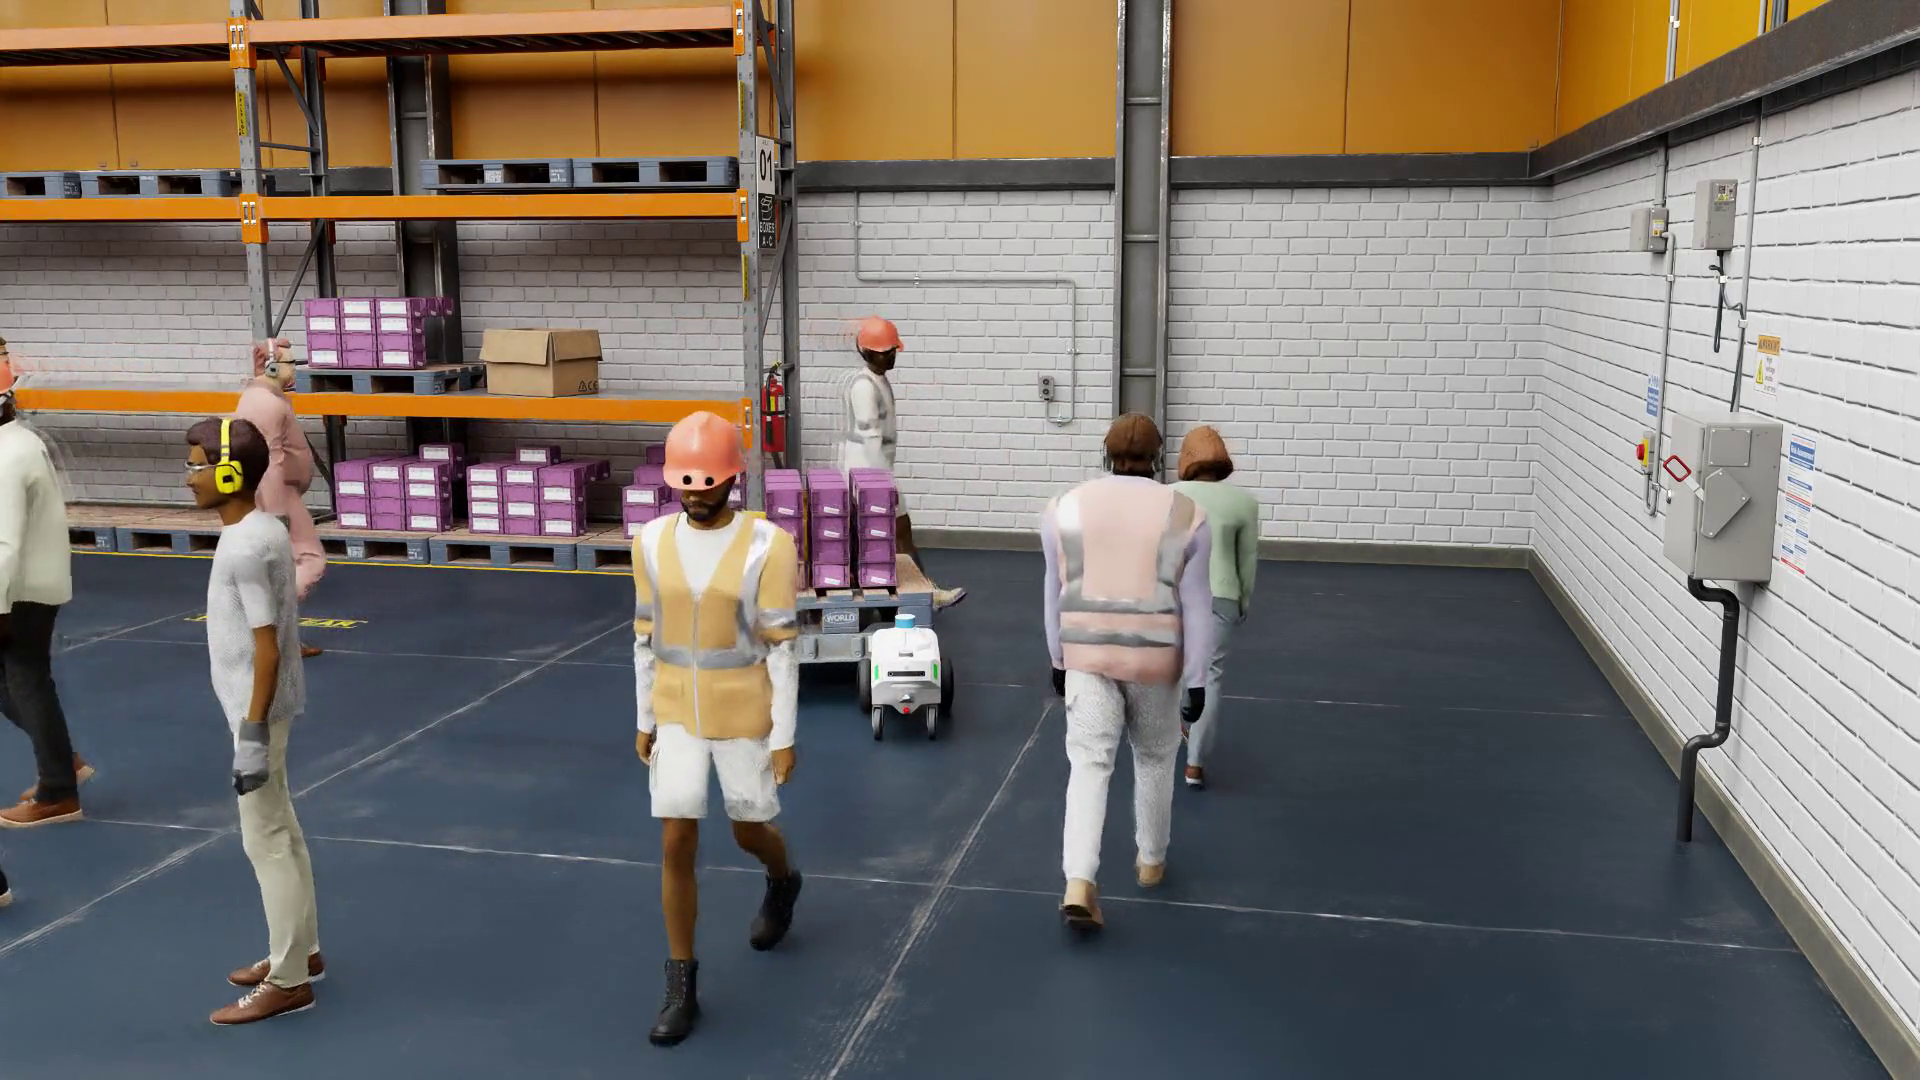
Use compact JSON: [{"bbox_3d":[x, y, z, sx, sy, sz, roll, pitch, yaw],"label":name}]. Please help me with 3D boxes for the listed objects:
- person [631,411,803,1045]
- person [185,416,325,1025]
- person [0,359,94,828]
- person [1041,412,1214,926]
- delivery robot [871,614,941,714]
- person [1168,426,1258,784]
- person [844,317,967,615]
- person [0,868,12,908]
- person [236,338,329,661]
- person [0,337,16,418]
[{"bbox_3d":[-0.739,0.519,5.229,0.555,1.905,0.871,2,10,12],"label":"person"},{"bbox_3d":[-2.180,0.550,5.127,0.308,1.868,0.531,-3,10,-19],"label":"person"},{"bbox_3d":[-3.874,0.217,6.808,0.443,1.969,0.638,-4,10,-21],"label":"person"},{"bbox_3d":[0.581,0.452,5.930,0.628,1.808,0.905,2,10,12],"label":"person"},{"bbox_3d":[-0.275,0.618,8.368,0.477,0.478,0.707,0,9,-2],"label":"delivery robot"},{"bbox_3d":[1.089,0.273,7.608,0.512,1.578,0.841,2,10,10],"label":"person"},{"bbox_3d":[-0.485,-0.441,10.737,1.027,1.976,0.640,2,10,9],"label":"person"},{"bbox_3d":[-3.738,0.455,5.560,0.623,1.912,0.992,6,11,32],"label":"person"},{"bbox_3d":[-3.931,-0.220,9.658,0.432,1.894,0.670,-5,11,-28],"label":"person"},{"bbox_3d":[-6.682,-0.505,11.535,0.330,1.844,0.520,-3,10,-16],"label":"person"}]
